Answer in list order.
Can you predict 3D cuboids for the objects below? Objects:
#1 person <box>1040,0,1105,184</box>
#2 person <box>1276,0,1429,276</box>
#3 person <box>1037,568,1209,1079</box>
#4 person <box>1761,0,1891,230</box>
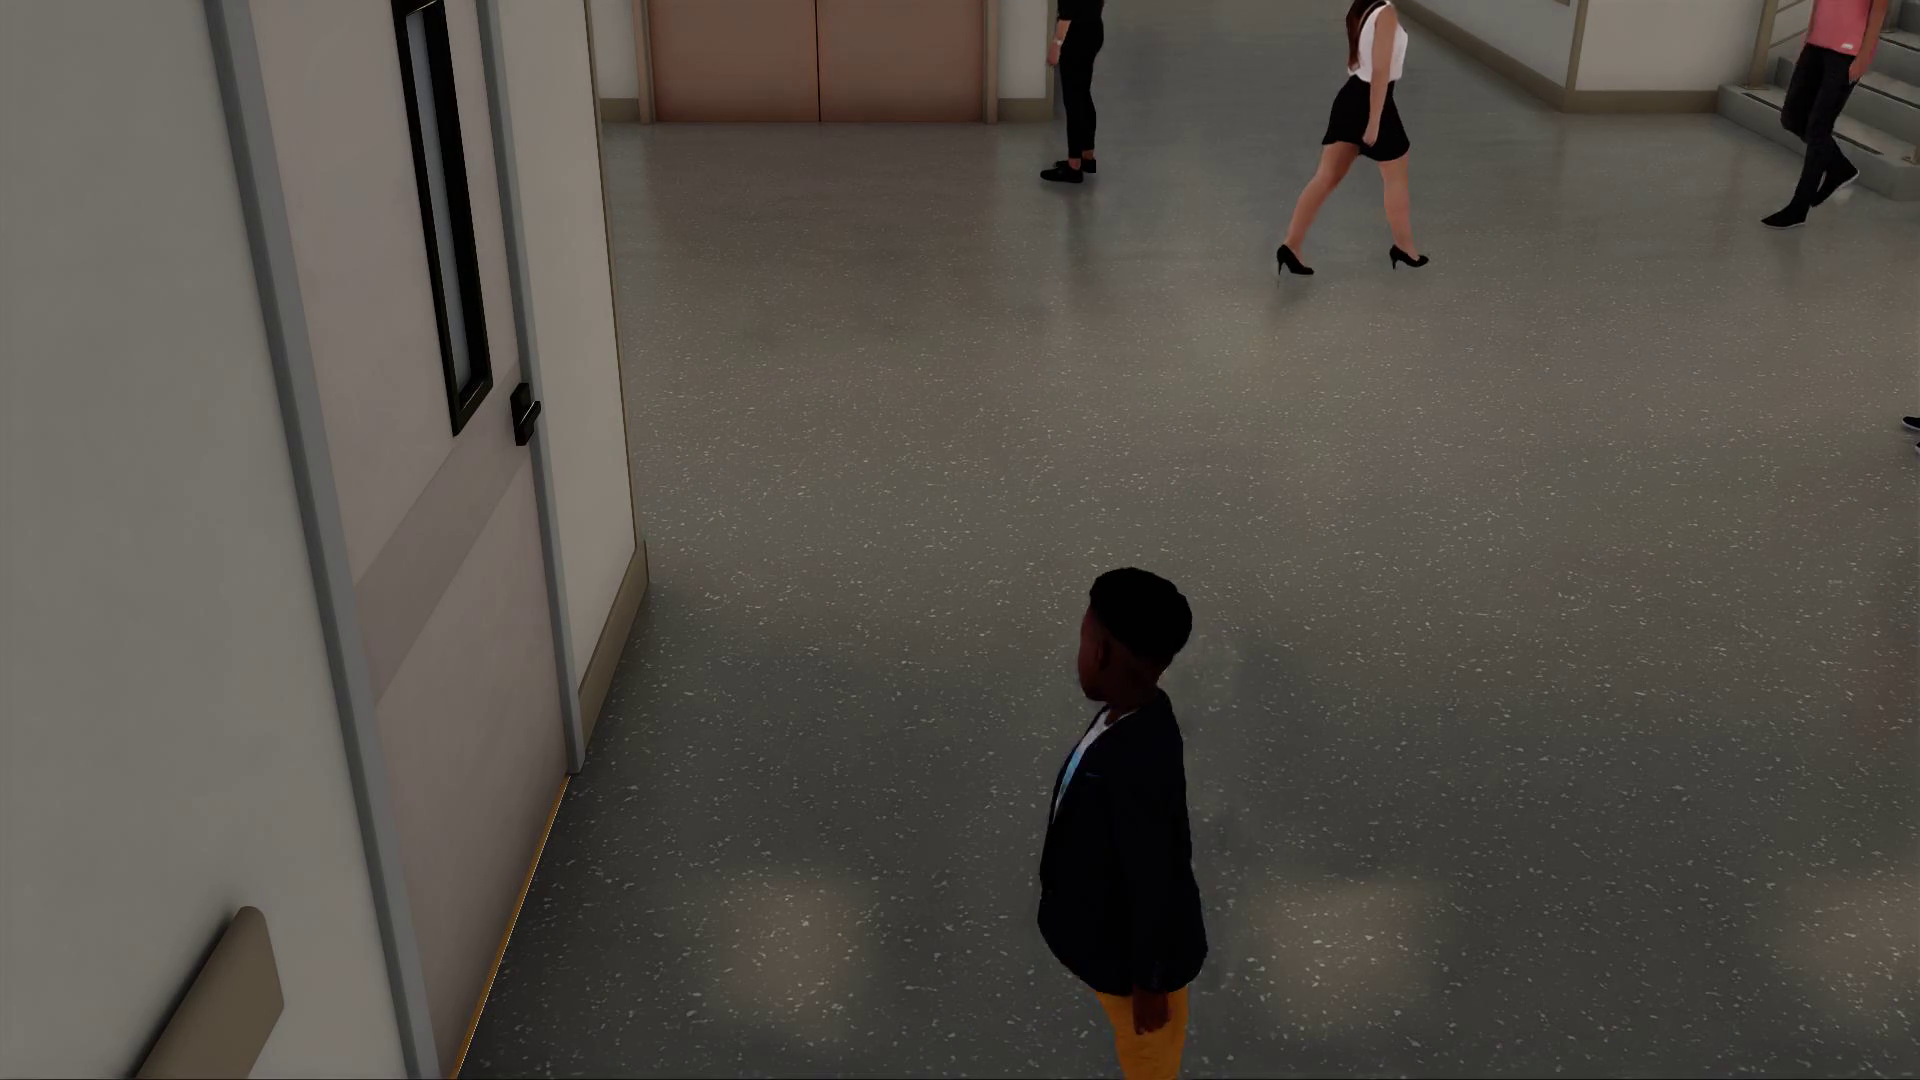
[{"bbox_3d":[0.782,-3.013,10.000,0.729,1.707,0.738,12,28,23],"label":"person"},{"bbox_3d":[1.880,-2.022,8.067,1.134,1.602,0.792,-7,27,-15],"label":"person"},{"bbox_3d":[0.330,0.678,2.875,0.512,1.249,0.621,-6,26,-12],"label":"person"},{"bbox_3d":[4.811,-2.627,8.936,0.943,1.938,0.809,-6,26,-13],"label":"person"}]
